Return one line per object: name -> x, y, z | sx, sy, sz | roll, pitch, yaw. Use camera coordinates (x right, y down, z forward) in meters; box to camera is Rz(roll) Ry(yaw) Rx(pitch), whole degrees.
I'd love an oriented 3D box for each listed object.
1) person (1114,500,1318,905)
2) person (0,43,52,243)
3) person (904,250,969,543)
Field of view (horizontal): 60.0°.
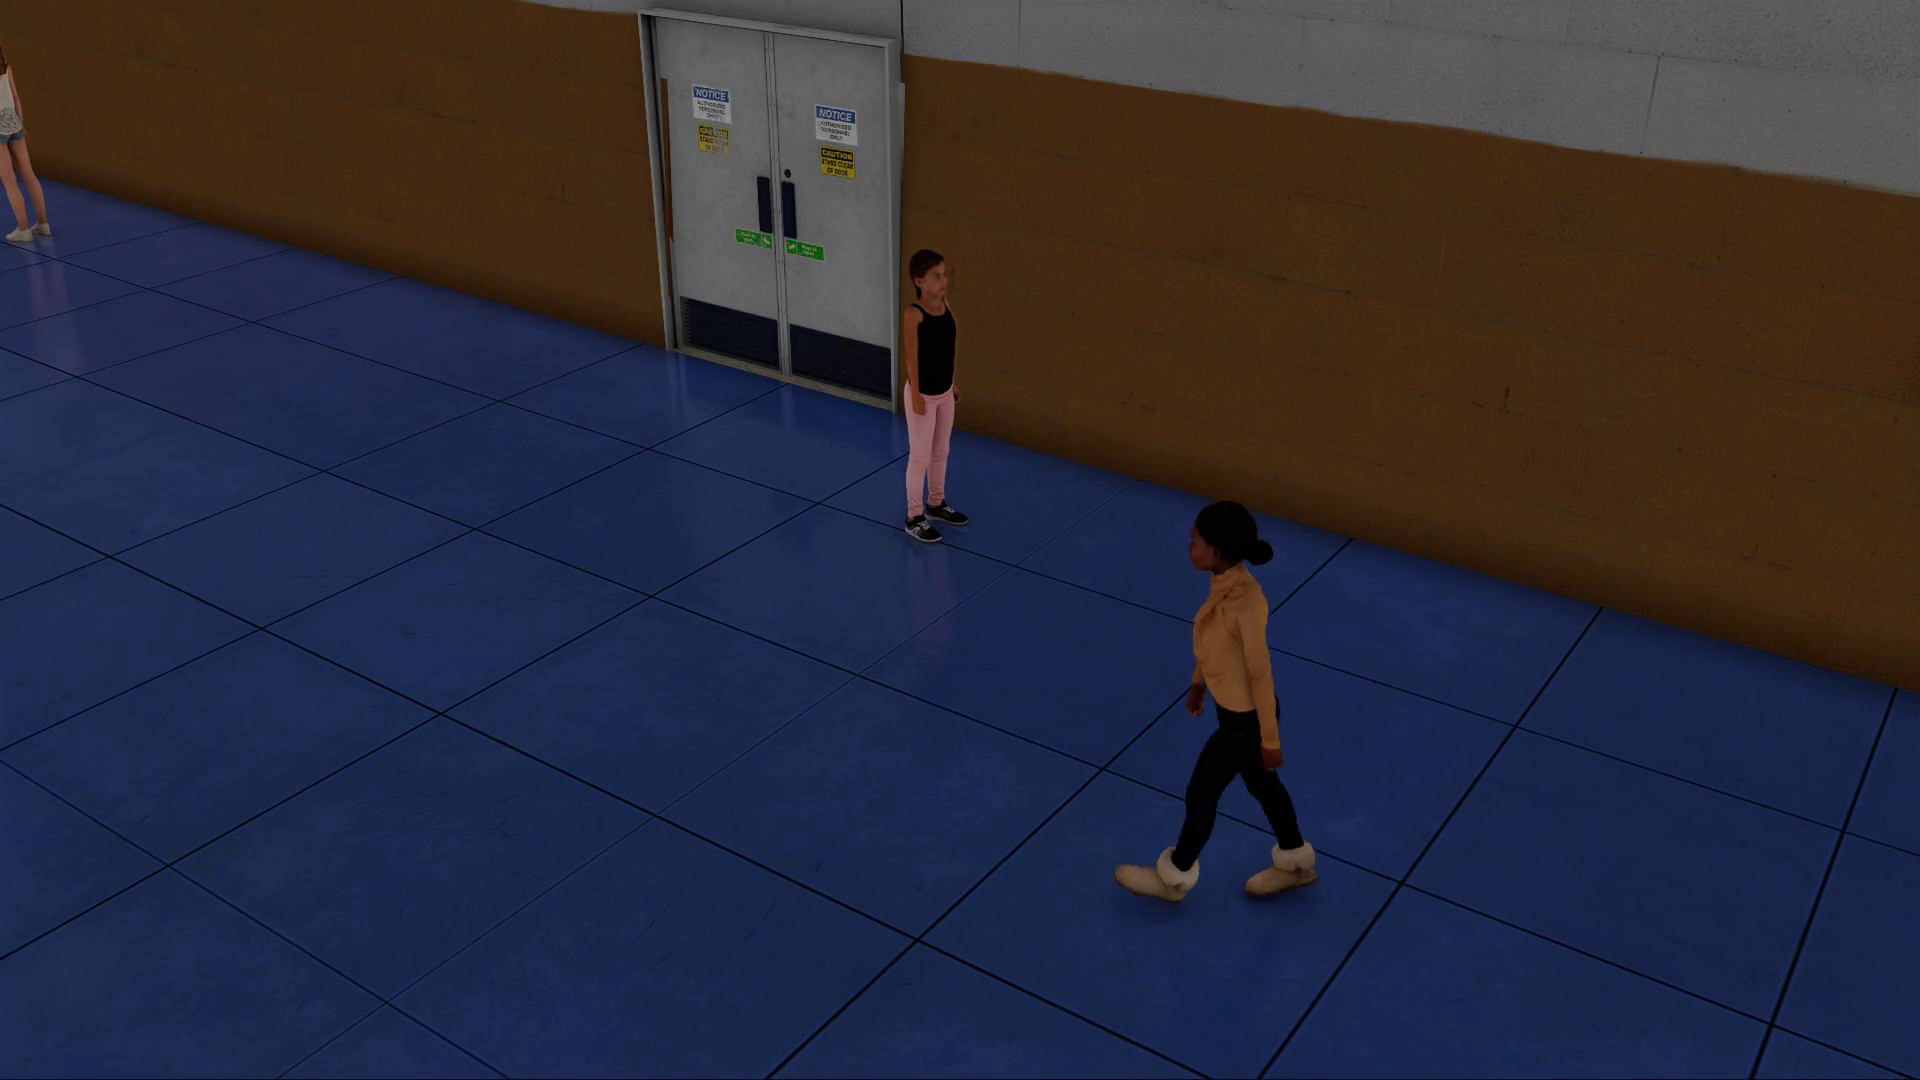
person -> 1.094, 0.634, 5.965 | 1.018, 1.621, 1.040 | -3, 27, -5
person -> -7.833, -3.337, 13.643 | 0.681, 1.759, 0.518 | 11, 29, 21
person -> -0.160, -0.775, 8.805 | 0.579, 1.564, 0.447 | 18, 32, 32
